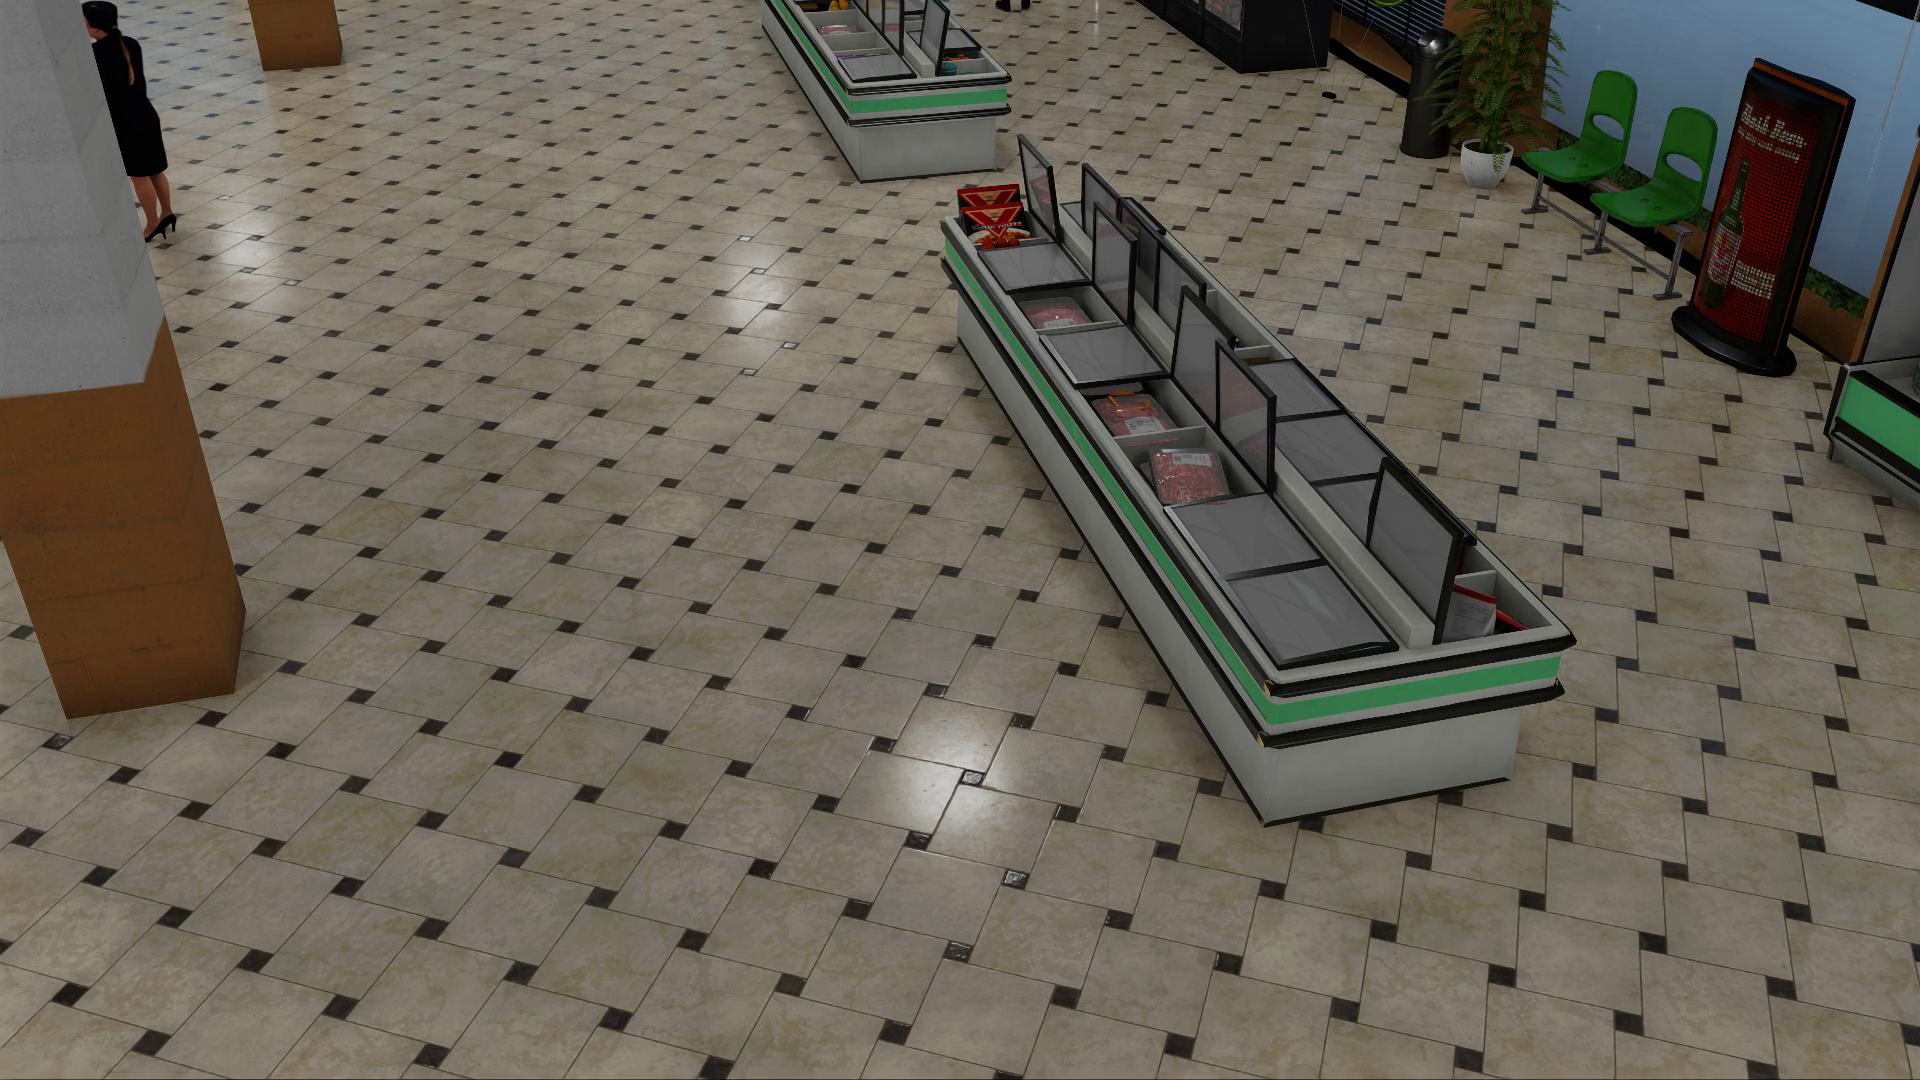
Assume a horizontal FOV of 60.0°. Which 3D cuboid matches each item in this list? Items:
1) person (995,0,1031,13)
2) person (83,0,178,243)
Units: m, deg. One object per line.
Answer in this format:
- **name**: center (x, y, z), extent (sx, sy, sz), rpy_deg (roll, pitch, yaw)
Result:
- **person**: center (0.557, -6.391, 17.148), extent (0.640, 1.790, 0.499), rpy_deg (-8, 33, -13)
- **person**: center (-5.842, -2.933, 11.702), extent (0.843, 1.671, 0.708), rpy_deg (4, 32, 6)
